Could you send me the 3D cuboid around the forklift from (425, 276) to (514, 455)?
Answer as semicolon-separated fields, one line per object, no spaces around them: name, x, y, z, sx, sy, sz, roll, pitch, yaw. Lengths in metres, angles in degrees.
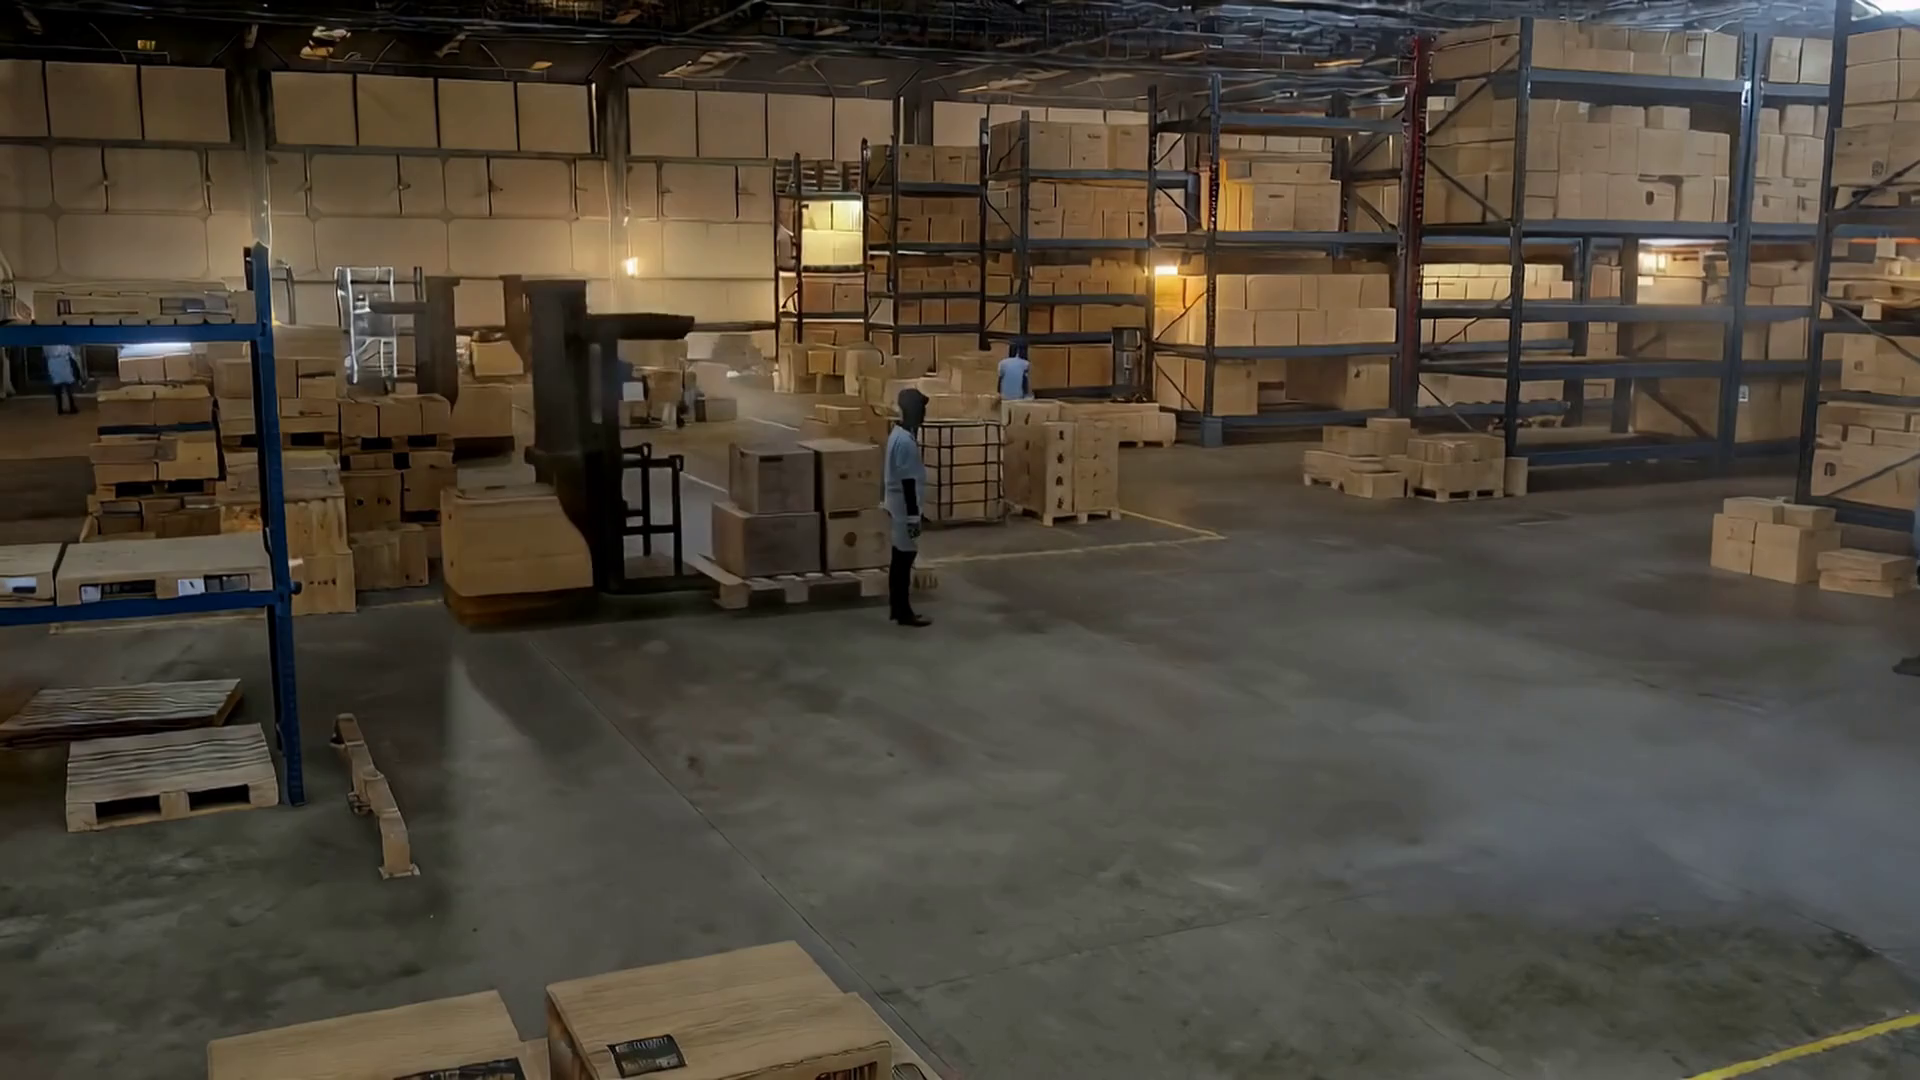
forklift;-8.074;-2.737;26.067;1.873;2.768;1.129;-4;10;-25

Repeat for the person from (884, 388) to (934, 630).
person;-0.424;-0.253;13.509;0.380;1.958;0.602;-2;9;-12

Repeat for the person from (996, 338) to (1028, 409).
person;0.843;-2.284;26.483;0.521;1.847;0.841;-2;9;-11

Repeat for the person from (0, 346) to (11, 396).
person;-22.356;-4.280;38.557;0.634;1.939;0.367;-9;13;-44

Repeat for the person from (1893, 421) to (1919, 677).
person;6.927;0.020;11.876;0.379;1.938;0.547;7;12;38

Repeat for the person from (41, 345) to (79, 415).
person;-18.283;-3.475;33.740;0.587;1.884;0.427;-2;9;-12

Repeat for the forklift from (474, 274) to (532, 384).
forklift;-11.394;-5.366;42.376;1.873;2.768;1.129;-4;10;-25

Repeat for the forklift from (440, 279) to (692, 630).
forklift;-3.338;-0.769;13.856;1.873;2.768;1.129;-4;10;-25

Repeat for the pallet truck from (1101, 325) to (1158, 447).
pallet truck;2.881;-2.596;27.923;0.823;1.965;1.885;-1;9;-7
